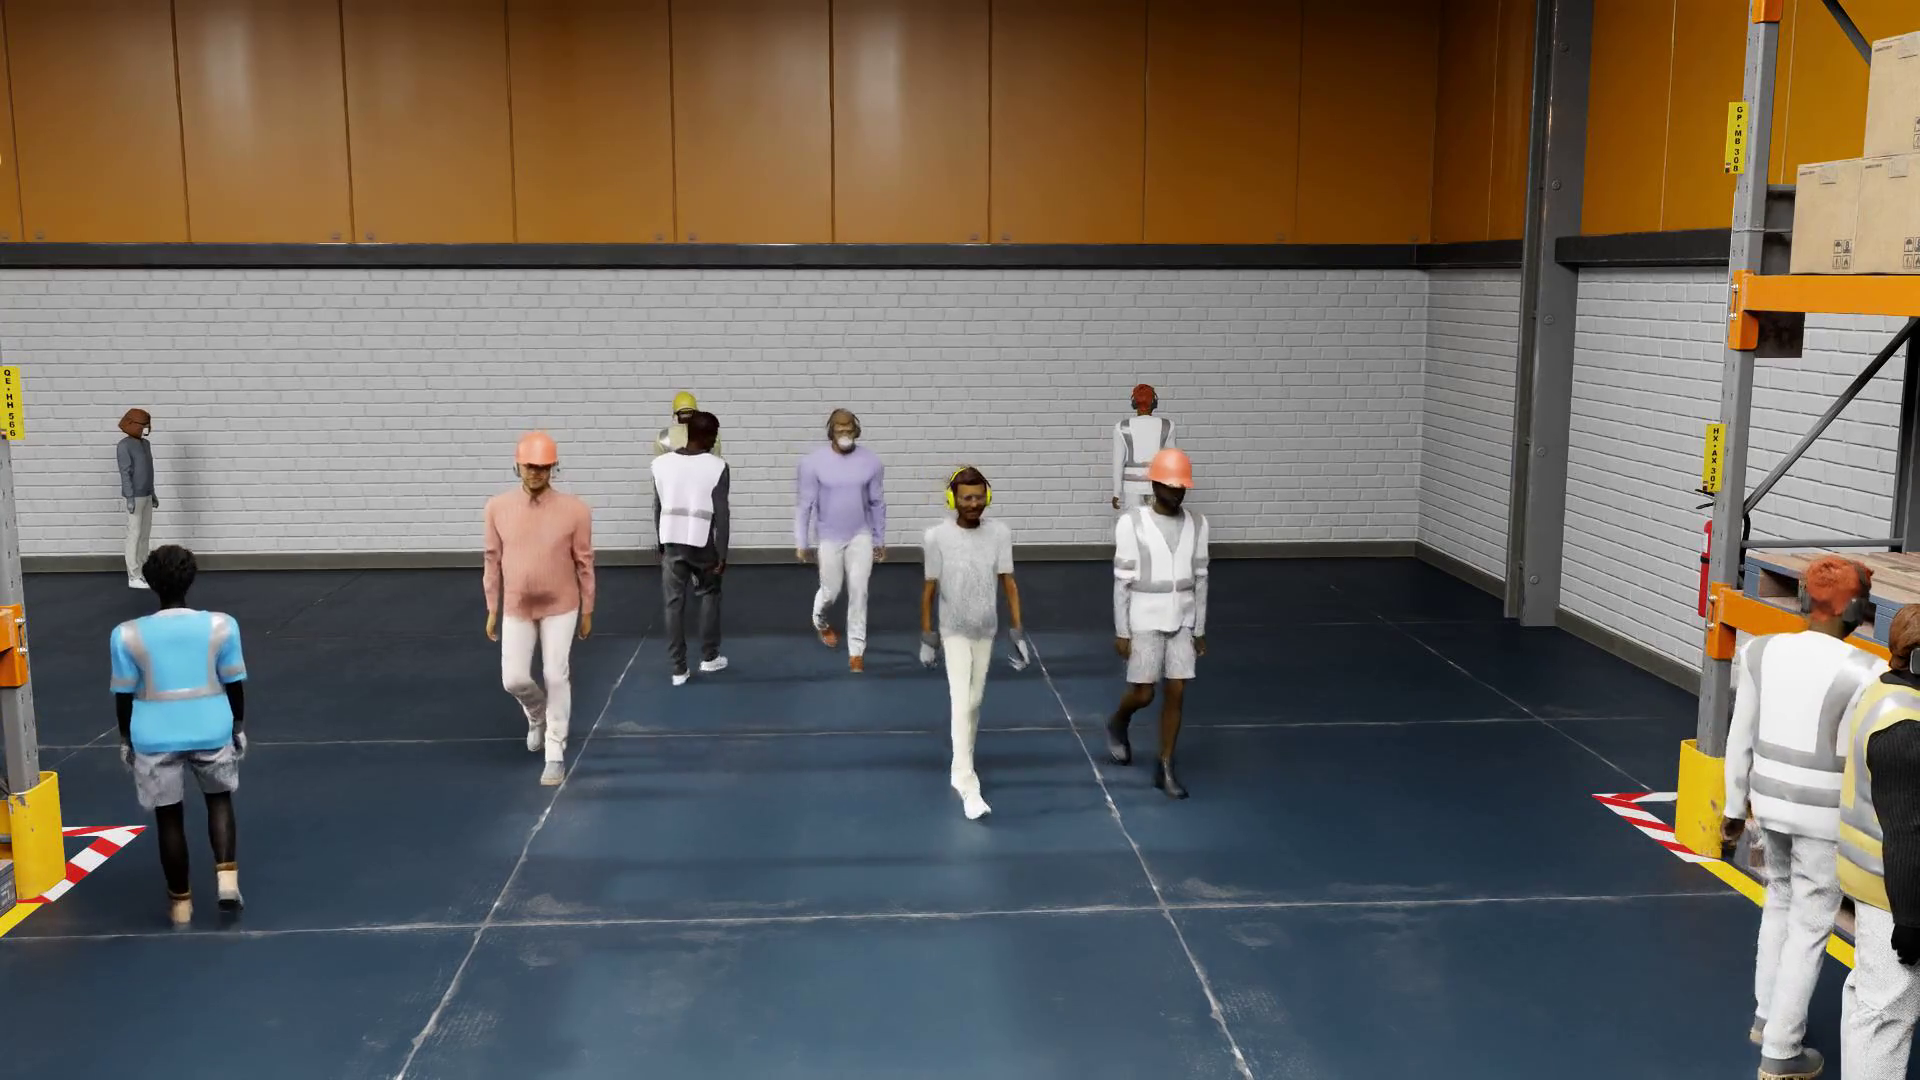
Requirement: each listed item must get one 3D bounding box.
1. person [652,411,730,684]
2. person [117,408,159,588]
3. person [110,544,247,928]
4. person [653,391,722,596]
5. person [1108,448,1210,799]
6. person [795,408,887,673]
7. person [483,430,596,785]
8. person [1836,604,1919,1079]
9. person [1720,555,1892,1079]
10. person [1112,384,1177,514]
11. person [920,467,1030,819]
[{"bbox_3d":[-1.878,0.035,11.716,0.631,1.879,0.735,1,9,9],"label":"person"},{"bbox_3d":[-7.463,-0.383,15.137,0.288,1.633,0.497,0,9,-2],"label":"person"},{"bbox_3d":[-3.376,0.854,7.223,0.537,1.687,0.359,-5,10,-30],"label":"person"},{"bbox_3d":[-2.385,-0.398,14.630,0.615,1.829,0.420,-1,9,-7],"label":"person"},{"bbox_3d":[1.079,0.431,9.152,0.545,1.919,0.618,-3,10,-18],"label":"person"},{"bbox_3d":[-0.879,-0.026,12.052,0.673,1.910,0.724,-3,9,-17],"label":"person"},{"bbox_3d":[-2.353,0.357,9.379,0.620,1.982,0.577,0,9,-1],"label":"person"},{"bbox_3d":[2.969,1.096,5.200,0.429,1.844,0.622,4,10,26],"label":"person"},{"bbox_3d":[3.044,0.976,5.884,0.574,1.868,0.595,-4,10,-25],"label":"person"},{"bbox_3d":[1.626,-0.432,14.659,0.572,1.886,0.355,0,9,0],"label":"person"},{"bbox_3d":[0.104,0.538,8.754,0.516,1.834,0.907,-4,10,-22],"label":"person"}]
